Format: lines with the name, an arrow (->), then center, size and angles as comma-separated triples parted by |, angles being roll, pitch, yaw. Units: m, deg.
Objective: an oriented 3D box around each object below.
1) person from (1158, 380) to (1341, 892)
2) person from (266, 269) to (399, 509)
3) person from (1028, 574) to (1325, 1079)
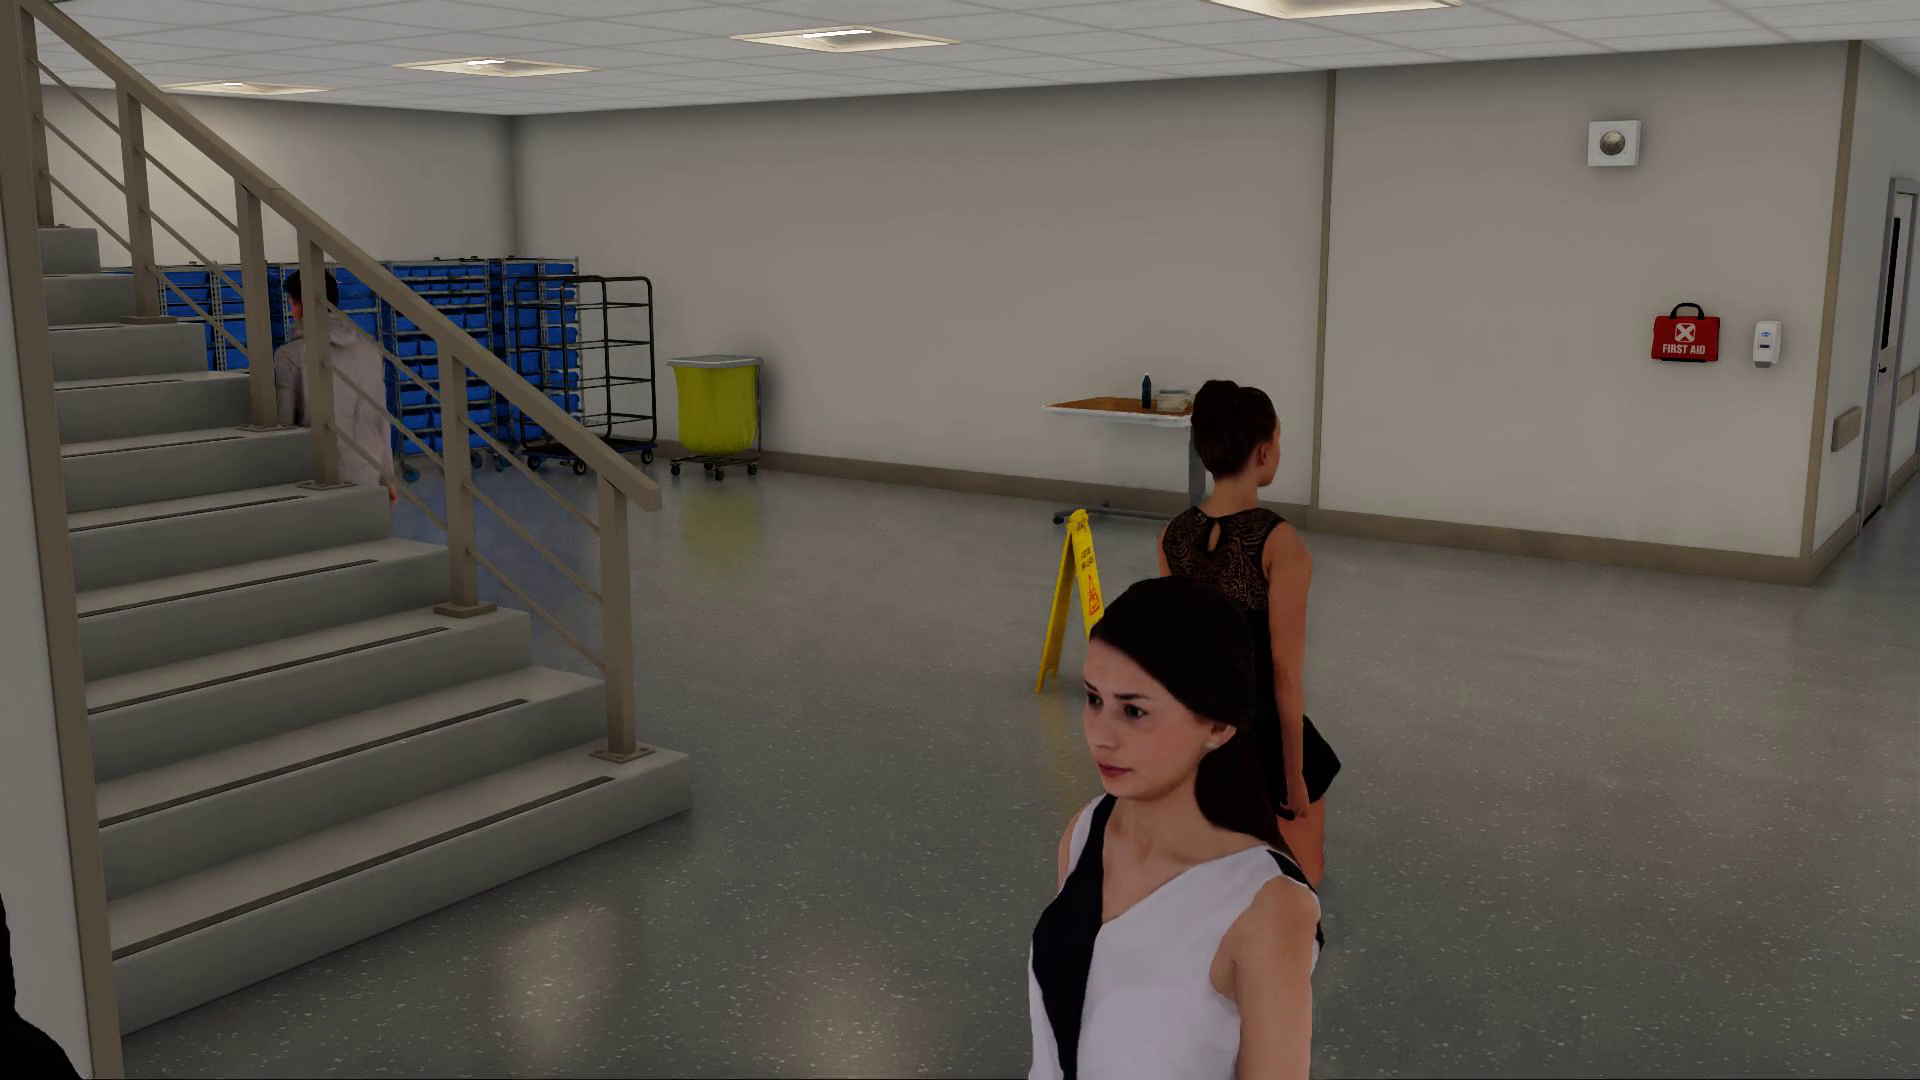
person -> 0.568, 0.480, 3.794 | 0.680, 1.668, 0.577 | -11, 15, -44
person -> -2.588, -0.226, 7.056 | 0.726, 1.840, 0.712 | 7, 13, 32
person -> 0.307, 0.854, 1.953 | 0.797, 1.619, 1.028 | -9, 14, -41
